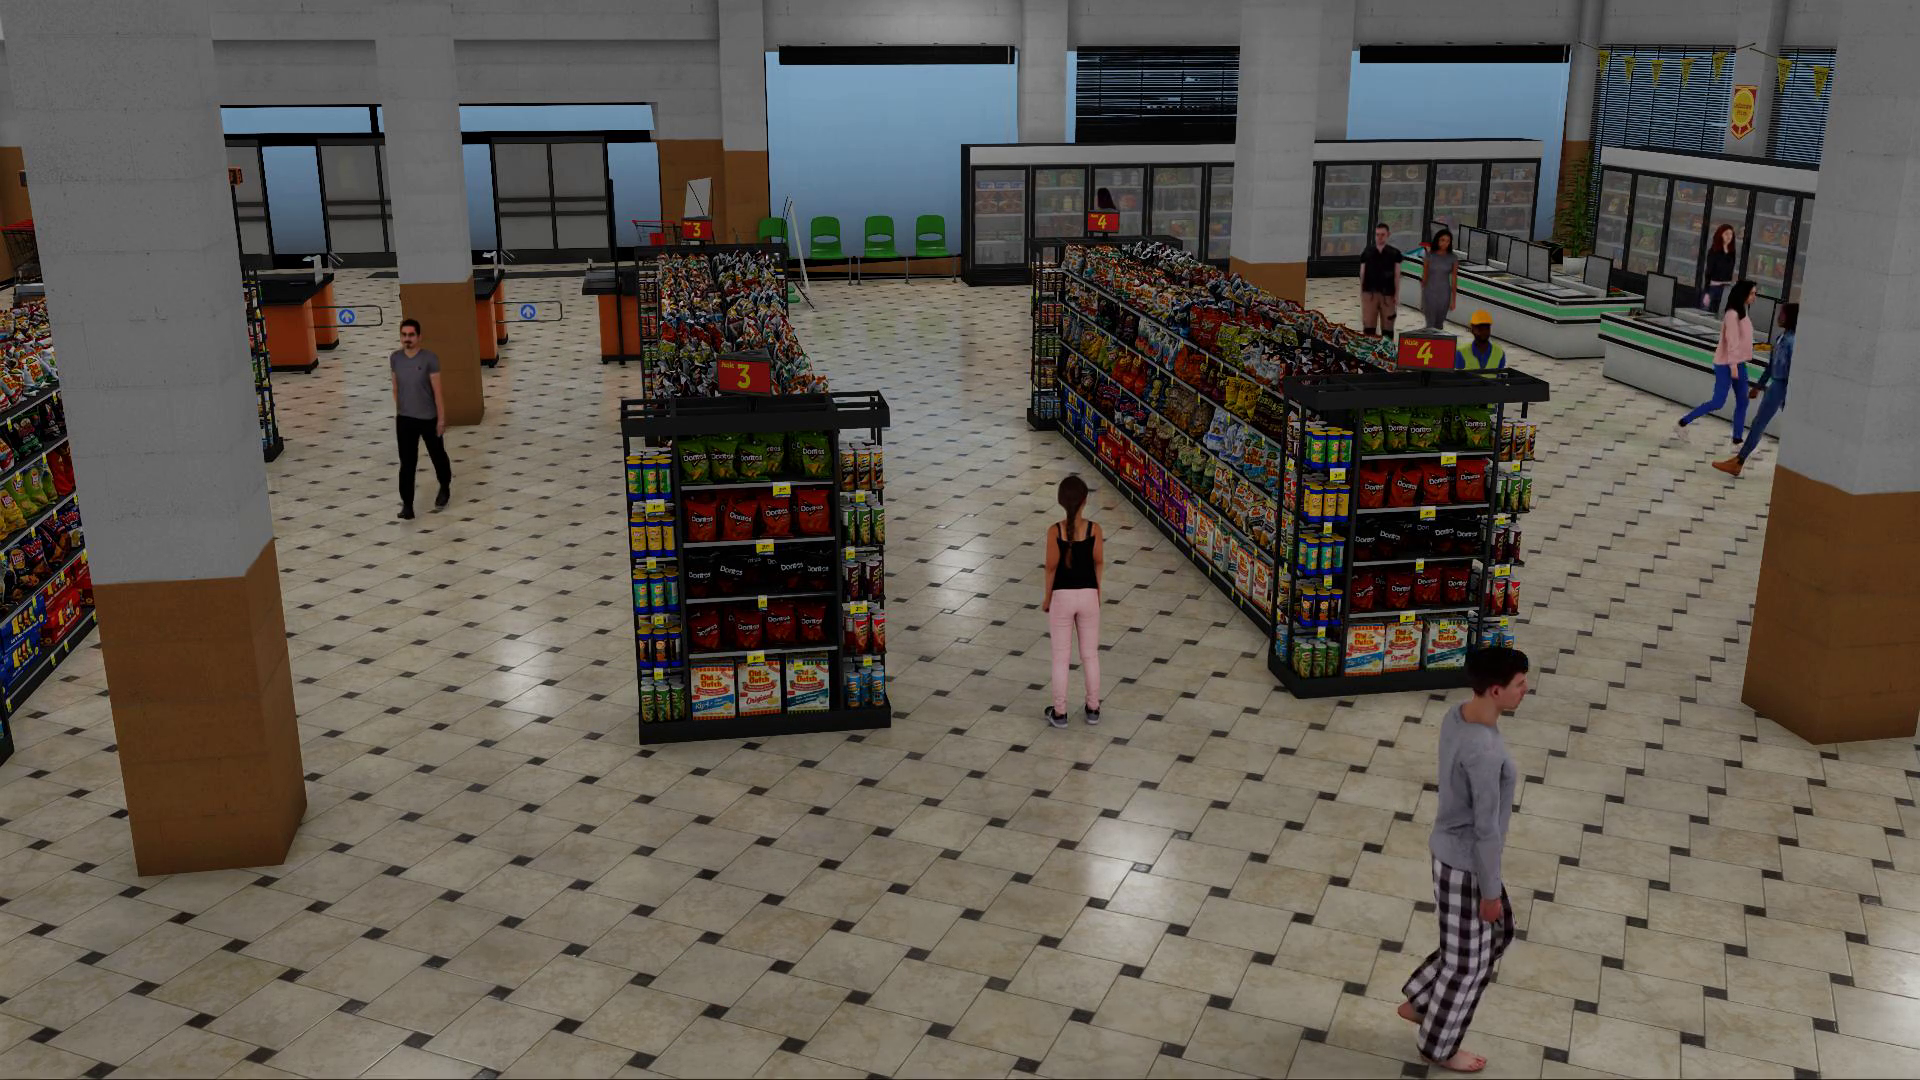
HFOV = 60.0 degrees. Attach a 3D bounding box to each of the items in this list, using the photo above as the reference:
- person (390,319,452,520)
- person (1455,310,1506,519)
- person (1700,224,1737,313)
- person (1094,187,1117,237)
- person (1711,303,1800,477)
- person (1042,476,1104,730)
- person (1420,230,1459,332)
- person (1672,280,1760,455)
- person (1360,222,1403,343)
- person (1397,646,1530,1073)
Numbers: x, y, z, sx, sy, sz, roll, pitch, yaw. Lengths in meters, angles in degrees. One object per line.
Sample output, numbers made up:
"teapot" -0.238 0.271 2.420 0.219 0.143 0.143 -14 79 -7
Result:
"person" -4.700 -1.067 14.568 0.805 1.711 1.237 0 17 1
"person" 4.478 -1.120 14.636 0.766 1.774 1.207 -1 17 -2
"person" 9.612 -3.129 21.289 0.587 1.751 1.215 -2 17 -8
"person" 2.381 -4.789 26.794 0.869 1.730 1.025 -13 21 -36
"person" 7.811 -1.342 15.558 1.082 1.662 1.171 7 18 21
"person" 0.695 0.374 10.076 0.543 1.563 0.518 -2 17 -7
"person" 5.958 -2.993 20.853 0.854 1.744 1.130 5 17 15
"person" 7.635 -1.727 16.697 0.985 1.737 1.174 -15 22 -40
"person" 5.331 -3.096 21.061 0.999 1.821 1.202 5 18 16
"person" 1.936 1.276 6.637 0.806 1.837 0.717 2 17 6
